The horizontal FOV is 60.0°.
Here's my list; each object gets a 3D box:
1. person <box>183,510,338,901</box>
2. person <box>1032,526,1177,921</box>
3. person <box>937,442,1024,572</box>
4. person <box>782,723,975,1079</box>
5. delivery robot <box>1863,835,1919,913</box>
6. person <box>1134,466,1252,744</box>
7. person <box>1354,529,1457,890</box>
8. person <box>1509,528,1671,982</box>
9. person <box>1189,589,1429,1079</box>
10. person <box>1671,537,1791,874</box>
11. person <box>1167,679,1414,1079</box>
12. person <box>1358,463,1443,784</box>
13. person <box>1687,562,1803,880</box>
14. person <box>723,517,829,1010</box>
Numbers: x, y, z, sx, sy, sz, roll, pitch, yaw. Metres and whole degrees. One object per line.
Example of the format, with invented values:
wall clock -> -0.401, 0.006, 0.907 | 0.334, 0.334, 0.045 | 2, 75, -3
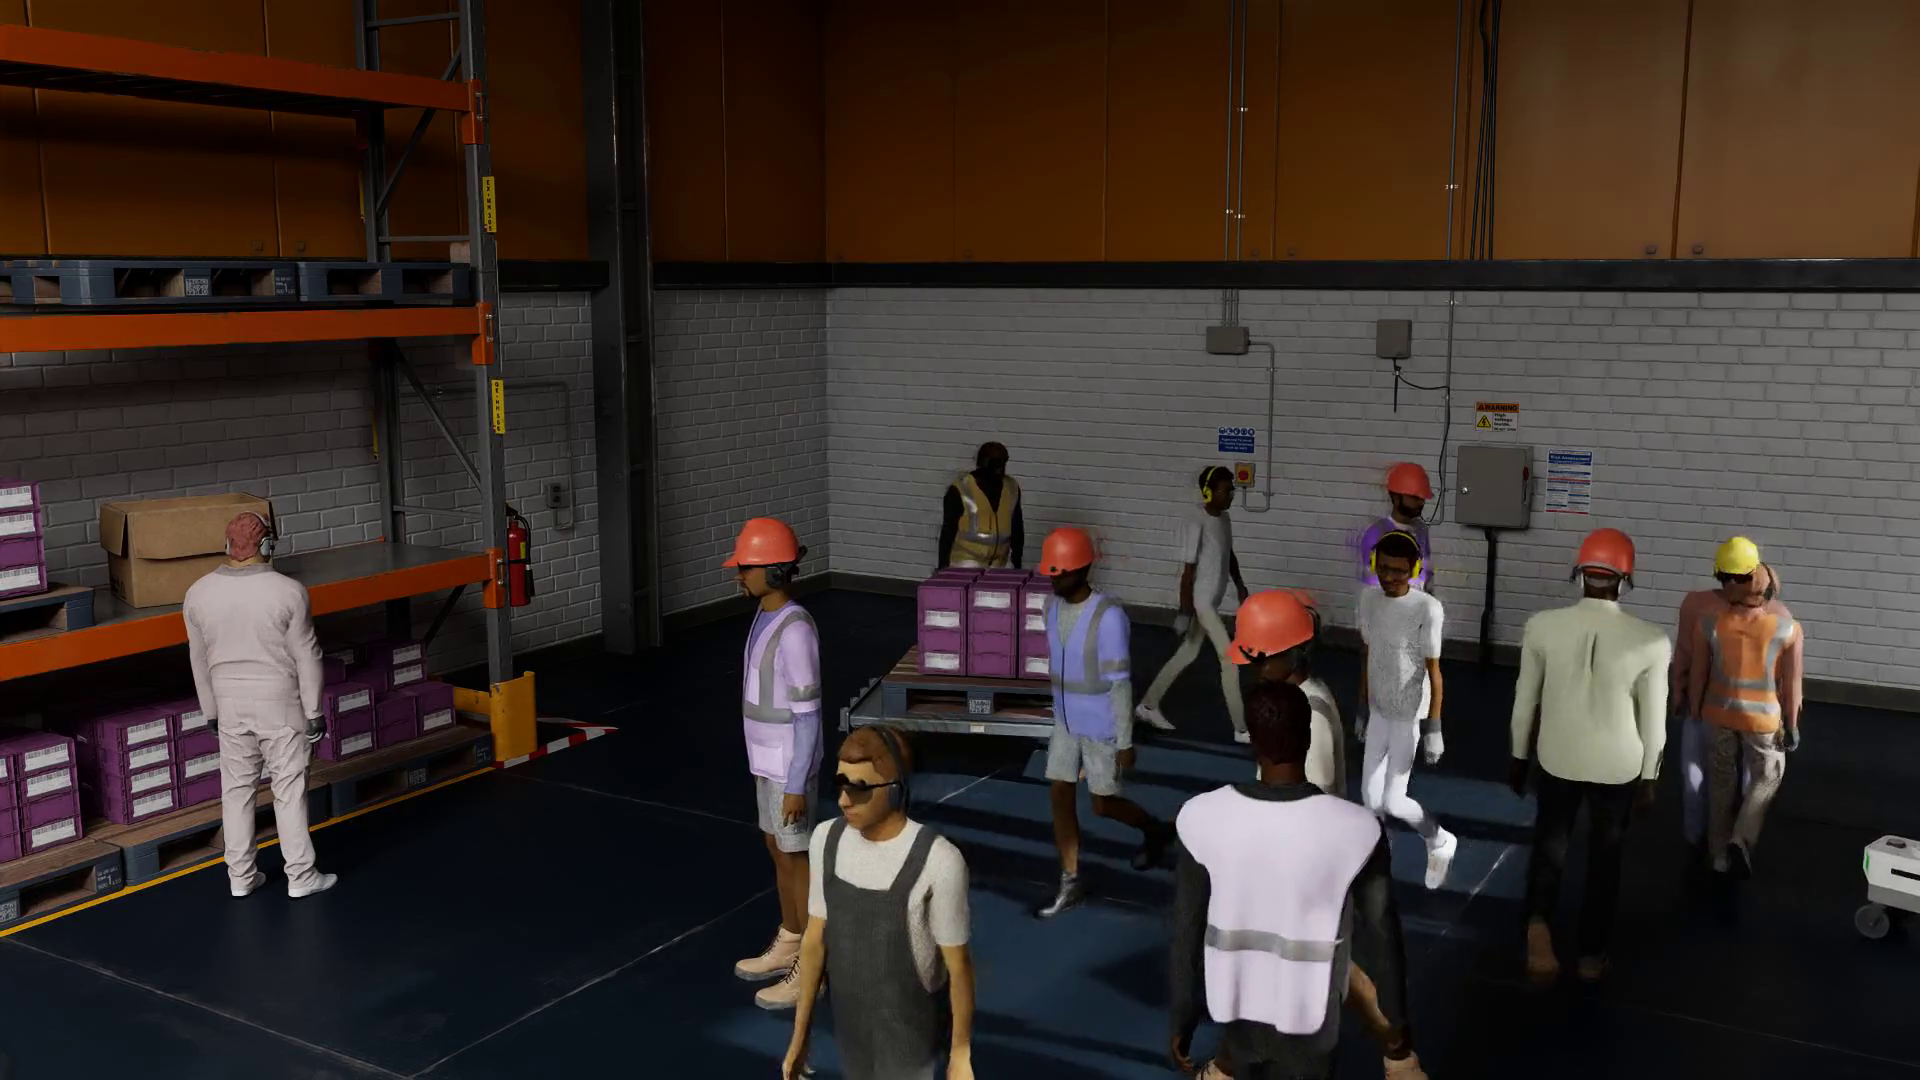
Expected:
person -> -3.361, 0.802, 8.037 | 0.643, 1.908, 0.411 | 1, 9, 5
person -> 0.686, 0.836, 7.913 | 0.801, 1.893, 0.555 | -8, 12, -39
person -> 0.152, 0.142, 12.546 | 0.661, 1.788, 0.986 | -6, 11, -31
person -> -0.242, 1.395, 4.574 | 0.503, 1.826, 0.569 | 8, 12, 40
delivery robot -> 4.451, 1.525, 7.434 | 0.477, 0.478, 0.707 | -8, 12, -41
person -> 1.581, 0.408, 10.814 | 0.999, 1.814, 0.527 | 4, 10, 25
person -> 2.133, 0.846, 7.945 | 0.516, 1.847, 0.589 | -5, 10, -28
person -> 2.611, 0.940, 6.977 | 0.624, 1.975, 0.710 | 5, 10, 27
person -> 1.222, 1.132, 5.799 | 1.035, 1.974, 0.627 | 2, 9, 10
person -> 3.858, 0.831, 8.347 | 0.549, 1.731, 0.534 | 5, 10, 27
person -> 0.955, 1.334, 4.809 | 0.623, 1.876, 0.851 | 5, 10, 28
person -> 2.668, 0.497, 9.921 | 0.577, 1.919, 0.544 | 9, 13, 44
person -> 3.858, 0.909, 8.221 | 0.526, 1.623, 0.471 | 6, 11, 34
person -> -0.765, 0.917, 6.892 | 0.396, 2.042, 0.611 | -3, 10, -19
